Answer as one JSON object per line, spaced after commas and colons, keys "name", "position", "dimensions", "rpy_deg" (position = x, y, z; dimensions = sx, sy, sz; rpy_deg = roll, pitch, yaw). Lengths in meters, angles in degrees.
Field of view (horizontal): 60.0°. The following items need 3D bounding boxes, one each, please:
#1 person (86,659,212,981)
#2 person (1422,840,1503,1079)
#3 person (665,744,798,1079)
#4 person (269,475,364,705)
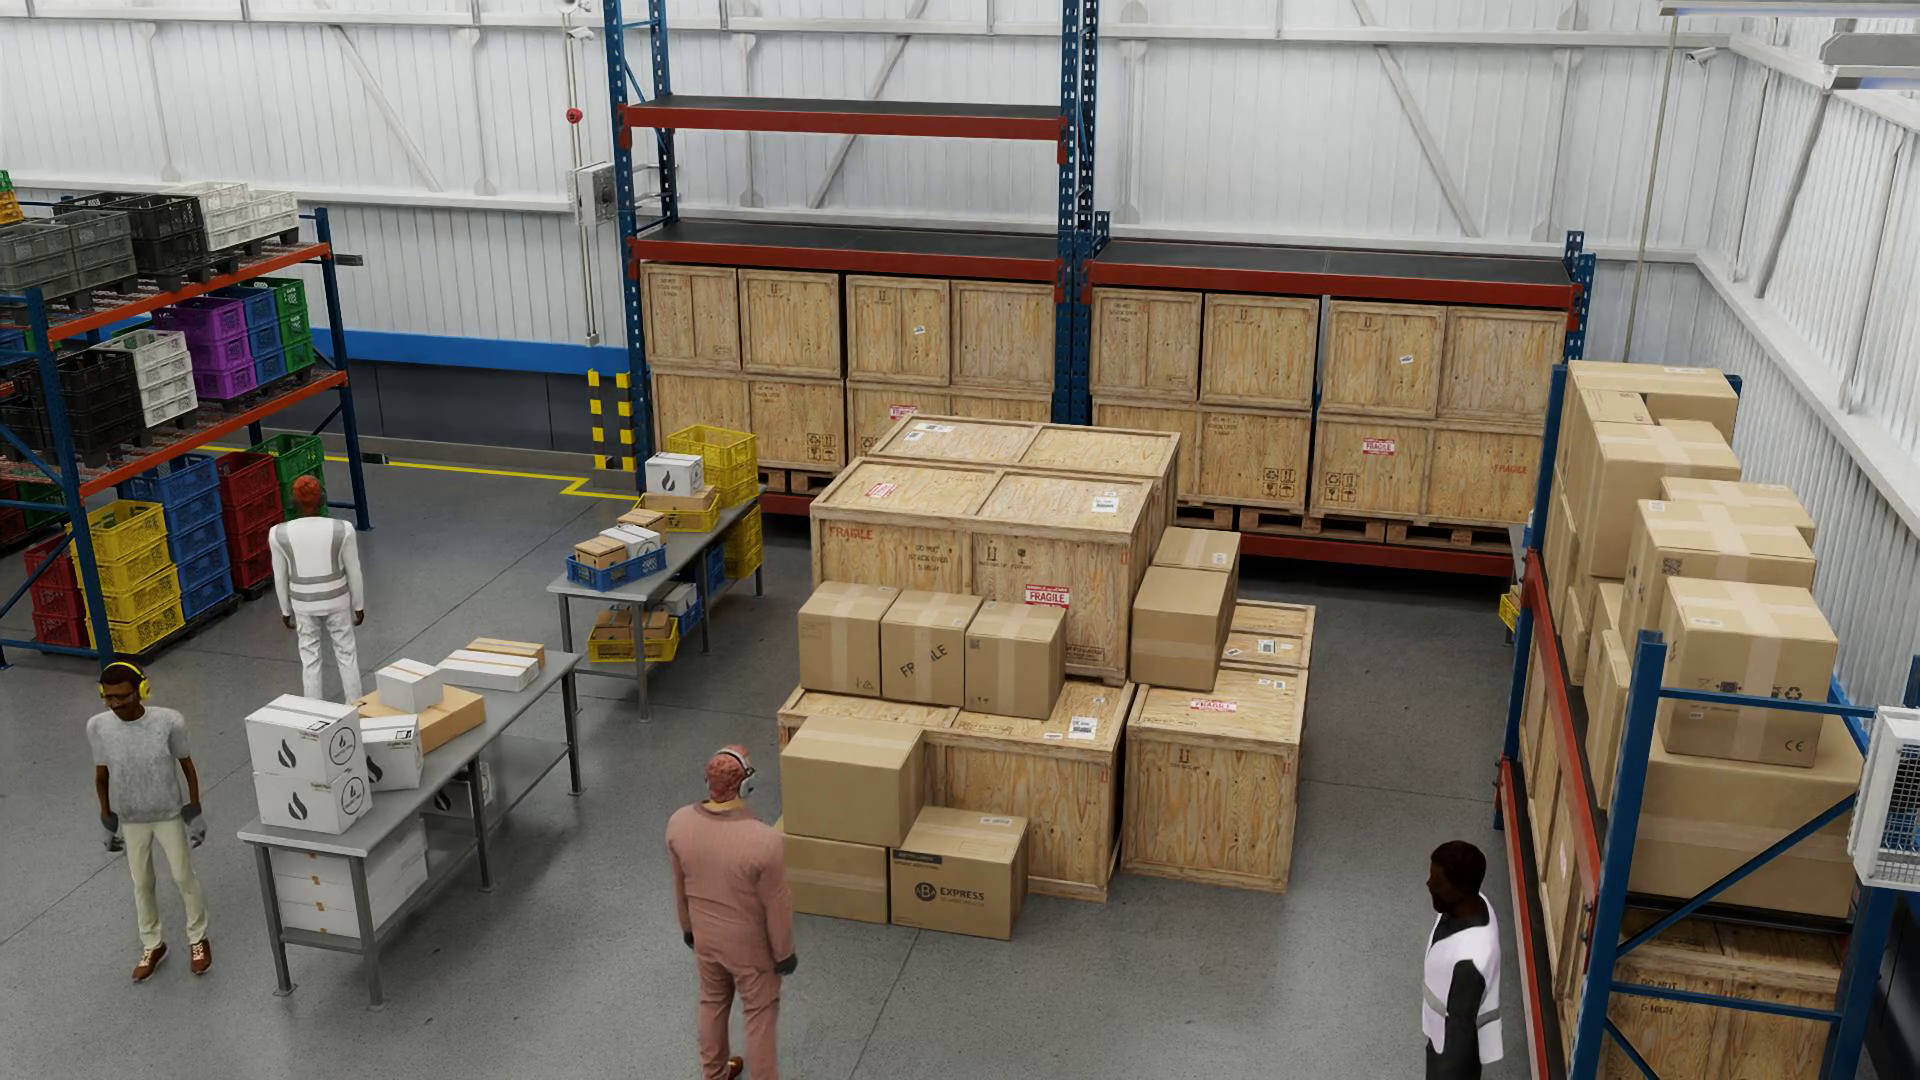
{"name": "person", "position": [-4.319, 1.488, 8.892], "dimensions": [0.521, 1.870, 0.319], "rpy_deg": [-4, 21, -10]}
{"name": "person", "position": [2.111, 2.144, 7.130], "dimensions": [0.409, 1.908, 0.597], "rpy_deg": [5, 21, 13]}
{"name": "person", "position": [-1.055, 1.854, 7.902], "dimensions": [0.648, 1.900, 0.398], "rpy_deg": [11, 24, 27]}
{"name": "person", "position": [-4.444, 0.453, 11.595], "dimensions": [0.569, 1.880, 0.356], "rpy_deg": [-6, 22, -16]}
